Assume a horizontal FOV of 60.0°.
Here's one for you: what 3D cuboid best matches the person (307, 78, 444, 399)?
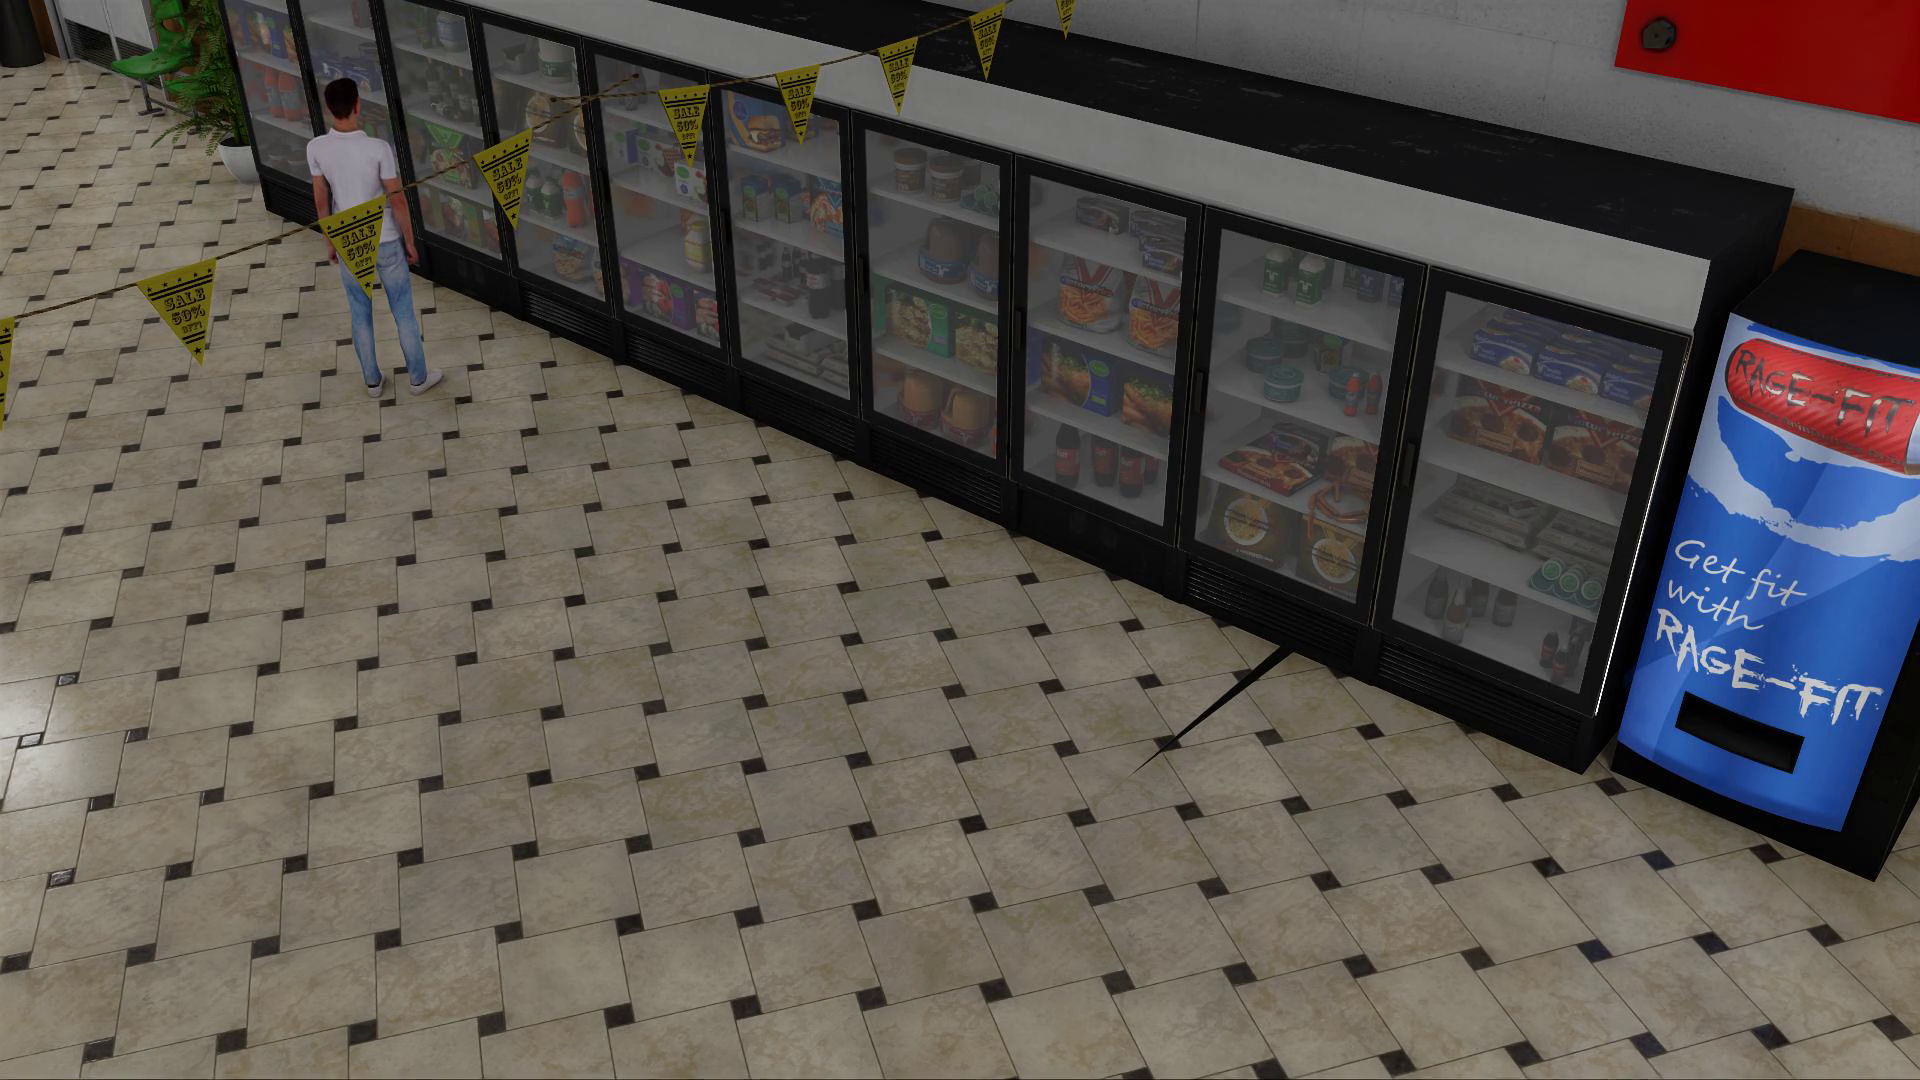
[{"bbox_3d":[-3.380,-1.701,9.499,0.727,1.850,0.769,-1,32,-1],"label":"person"}]
